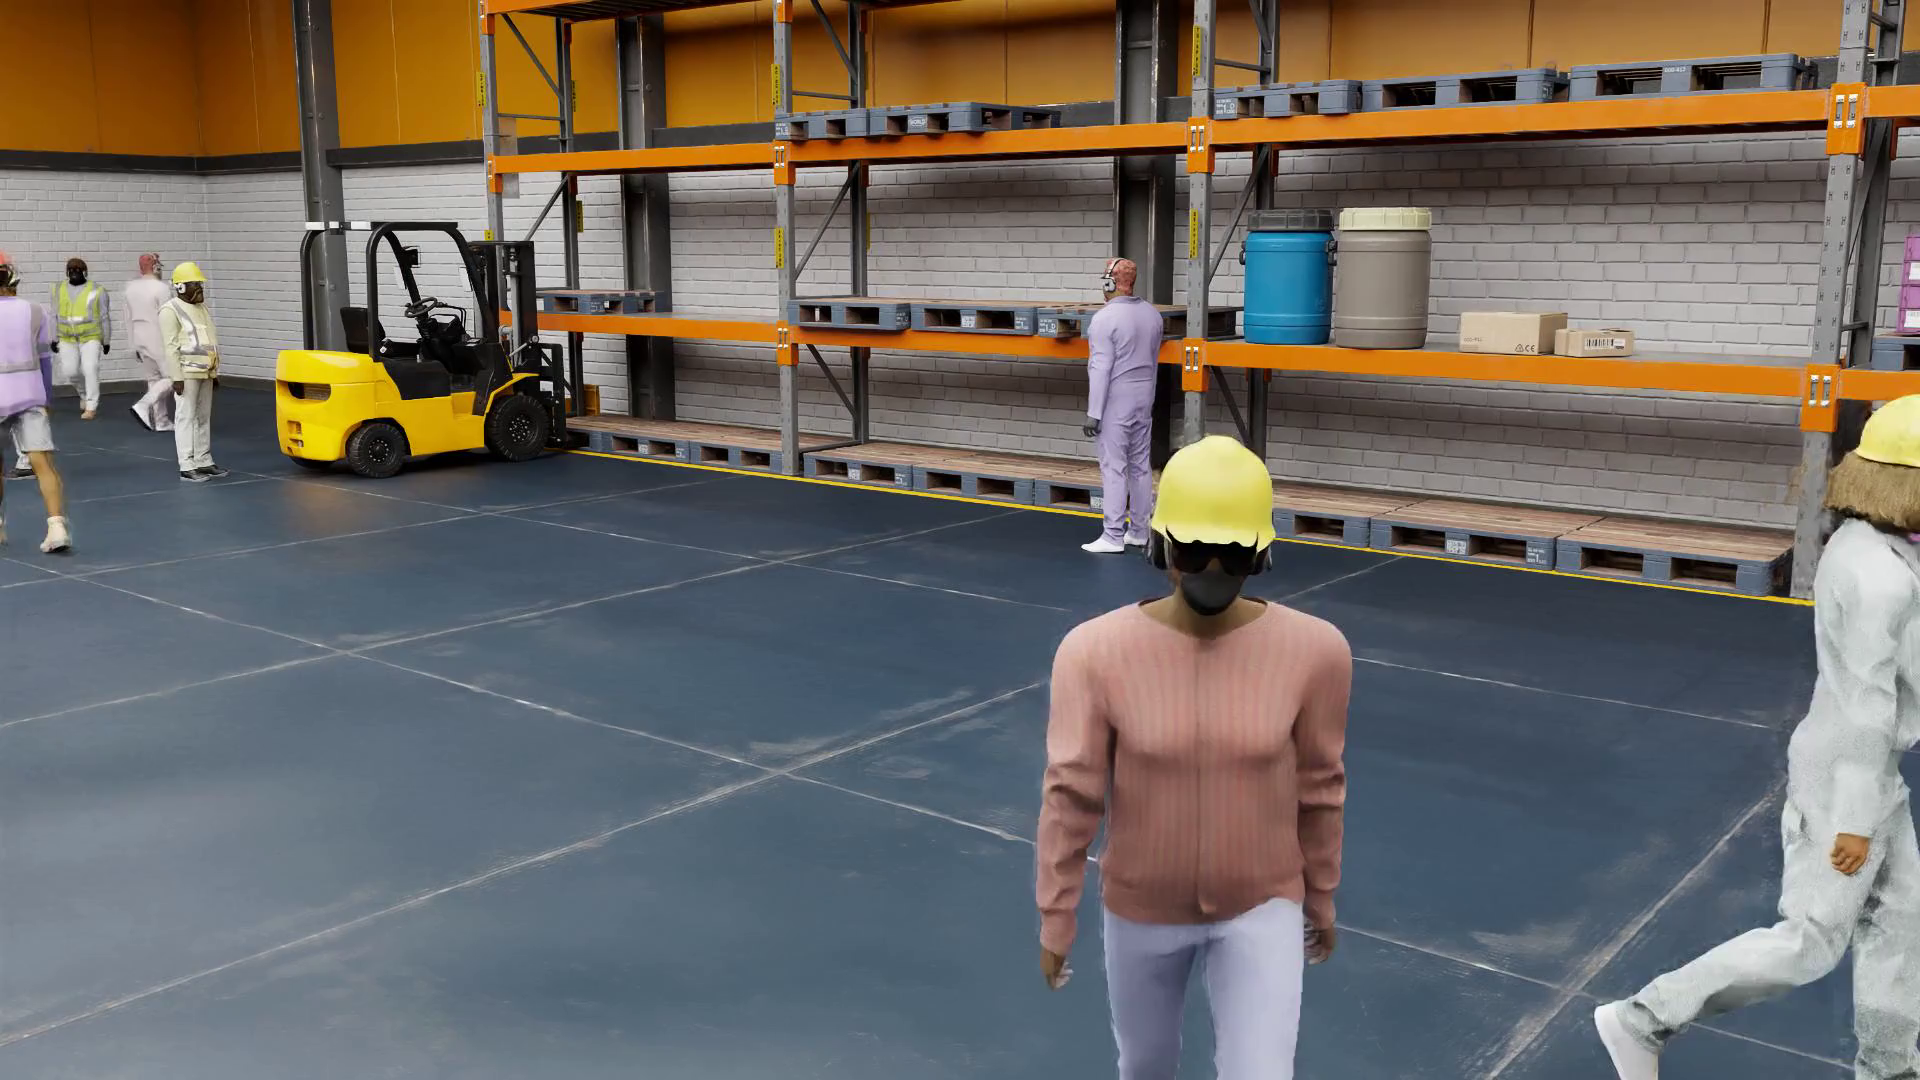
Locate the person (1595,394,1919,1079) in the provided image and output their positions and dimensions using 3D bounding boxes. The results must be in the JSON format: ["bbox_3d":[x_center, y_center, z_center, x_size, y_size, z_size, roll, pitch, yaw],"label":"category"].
[{"bbox_3d":[1.893,0.520,3.679,0.778,1.709,0.485,5,11,24],"label":"person"}]

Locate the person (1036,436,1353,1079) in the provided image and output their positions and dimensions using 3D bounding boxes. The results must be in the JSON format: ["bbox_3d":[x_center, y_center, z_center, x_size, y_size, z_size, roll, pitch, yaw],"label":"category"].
[{"bbox_3d":[0.409,0.647,2.989,0.541,1.708,0.766,1,10,6],"label":"person"}]

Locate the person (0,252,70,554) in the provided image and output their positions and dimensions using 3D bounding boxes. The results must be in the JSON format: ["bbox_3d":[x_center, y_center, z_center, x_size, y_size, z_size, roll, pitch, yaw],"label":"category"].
[{"bbox_3d":[-6.149,-0.901,10.776,1.039,2.001,0.629,8,13,38],"label":"person"}]

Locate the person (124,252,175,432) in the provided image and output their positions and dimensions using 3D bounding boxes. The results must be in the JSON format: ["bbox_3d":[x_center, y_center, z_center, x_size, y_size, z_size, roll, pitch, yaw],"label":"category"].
[{"bbox_3d":[-8.435,-2.043,17.352,0.658,1.892,0.590,6,12,29],"label":"person"}]

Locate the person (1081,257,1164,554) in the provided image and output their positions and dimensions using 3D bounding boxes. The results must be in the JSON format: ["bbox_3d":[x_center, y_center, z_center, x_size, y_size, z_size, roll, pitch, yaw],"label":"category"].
[{"bbox_3d":[1.023,-0.865,10.790,0.403,1.911,0.637,10,14,44],"label":"person"}]

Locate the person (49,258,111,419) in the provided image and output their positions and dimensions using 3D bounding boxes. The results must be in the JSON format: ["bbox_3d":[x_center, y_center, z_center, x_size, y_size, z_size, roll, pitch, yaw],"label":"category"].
[{"bbox_3d":[-9.994,-2.298,18.956,0.633,1.827,0.583,-1,10,-7],"label":"person"}]

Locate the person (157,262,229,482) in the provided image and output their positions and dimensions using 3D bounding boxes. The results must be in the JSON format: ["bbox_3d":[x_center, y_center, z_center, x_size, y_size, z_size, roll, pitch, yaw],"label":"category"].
[{"bbox_3d":[-6.463,-1.417,14.050,0.403,1.837,0.588,1,10,6],"label":"person"}]

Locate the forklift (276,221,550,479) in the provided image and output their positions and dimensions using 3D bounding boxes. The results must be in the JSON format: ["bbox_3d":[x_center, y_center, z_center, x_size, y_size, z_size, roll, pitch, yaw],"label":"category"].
[{"bbox_3d":[-4.922,-1.741,14.854,1.214,2.155,2.313,8,13,38],"label":"forklift"}]

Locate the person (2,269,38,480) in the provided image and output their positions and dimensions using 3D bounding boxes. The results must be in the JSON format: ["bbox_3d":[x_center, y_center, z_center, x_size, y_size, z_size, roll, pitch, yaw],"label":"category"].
[{"bbox_3d":[-8.044,-1.424,14.128,0.403,1.826,0.591,-3,11,-16],"label":"person"}]
